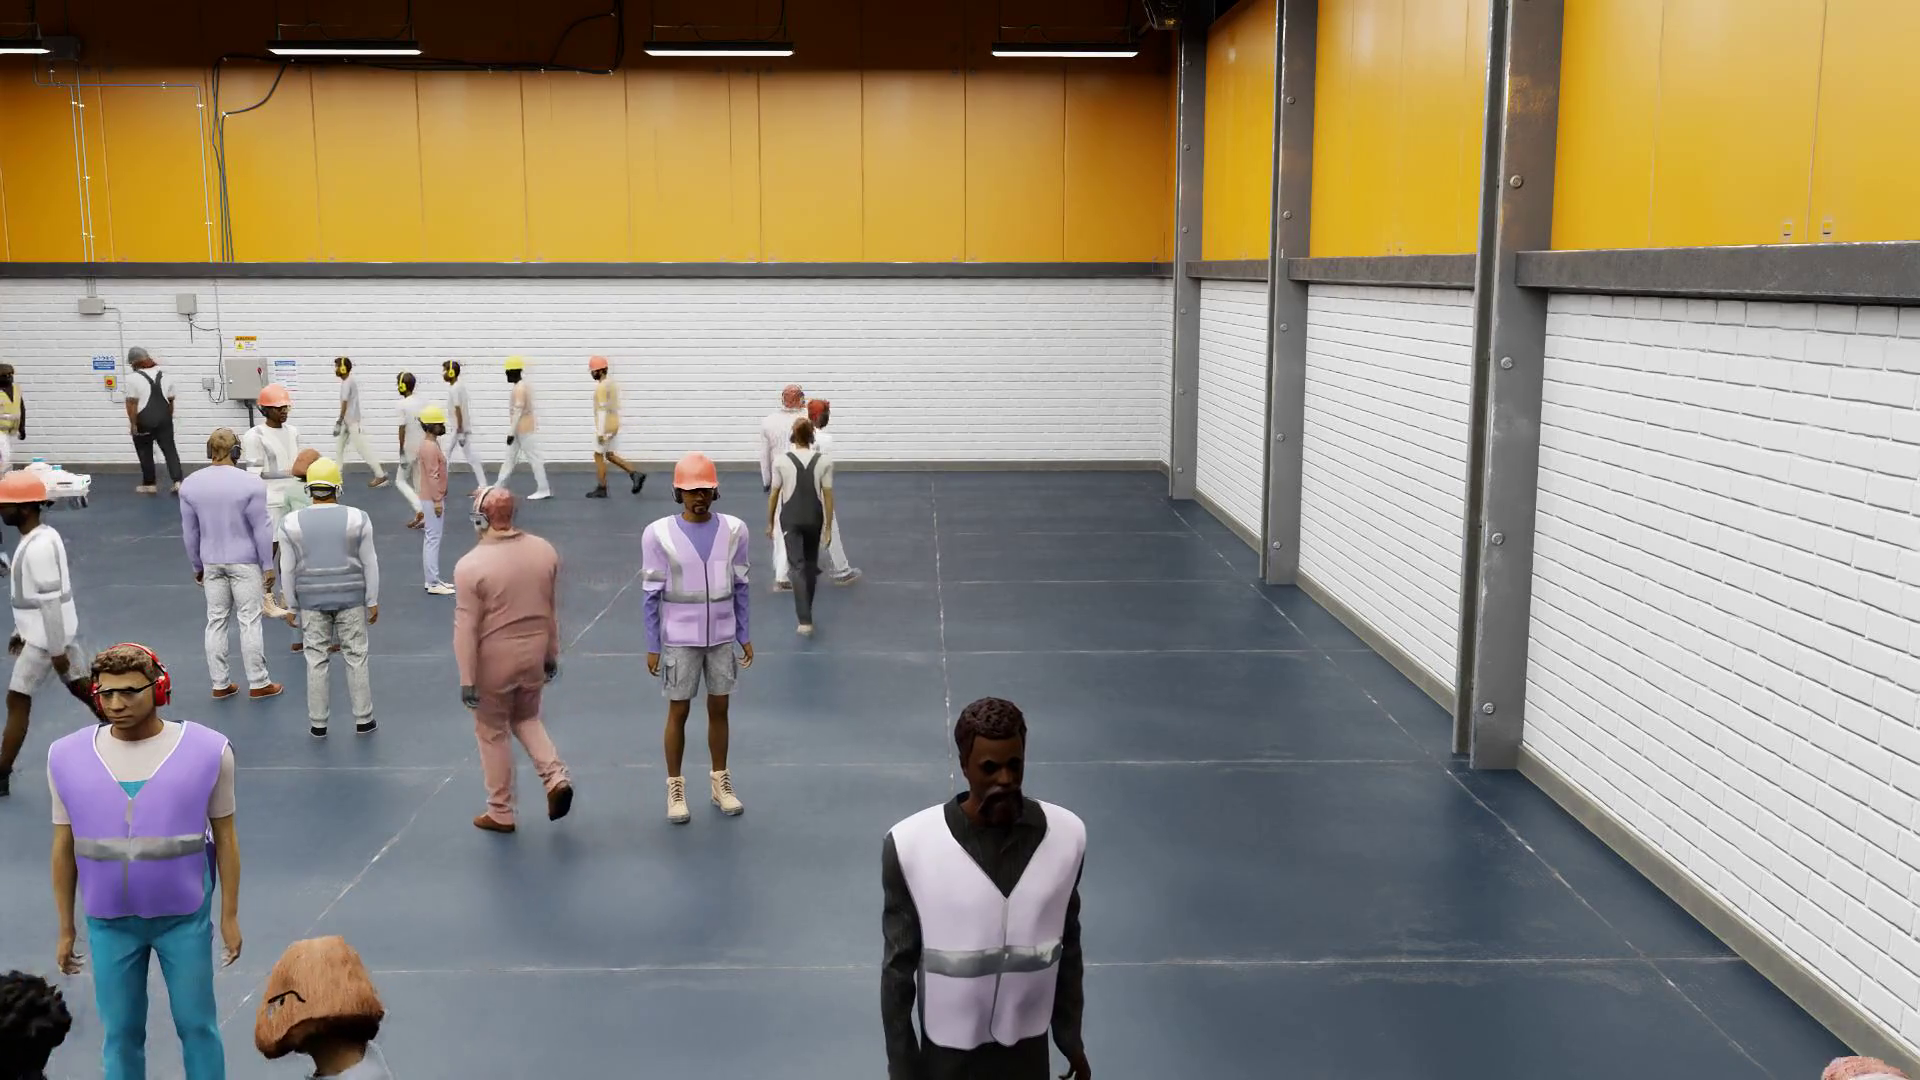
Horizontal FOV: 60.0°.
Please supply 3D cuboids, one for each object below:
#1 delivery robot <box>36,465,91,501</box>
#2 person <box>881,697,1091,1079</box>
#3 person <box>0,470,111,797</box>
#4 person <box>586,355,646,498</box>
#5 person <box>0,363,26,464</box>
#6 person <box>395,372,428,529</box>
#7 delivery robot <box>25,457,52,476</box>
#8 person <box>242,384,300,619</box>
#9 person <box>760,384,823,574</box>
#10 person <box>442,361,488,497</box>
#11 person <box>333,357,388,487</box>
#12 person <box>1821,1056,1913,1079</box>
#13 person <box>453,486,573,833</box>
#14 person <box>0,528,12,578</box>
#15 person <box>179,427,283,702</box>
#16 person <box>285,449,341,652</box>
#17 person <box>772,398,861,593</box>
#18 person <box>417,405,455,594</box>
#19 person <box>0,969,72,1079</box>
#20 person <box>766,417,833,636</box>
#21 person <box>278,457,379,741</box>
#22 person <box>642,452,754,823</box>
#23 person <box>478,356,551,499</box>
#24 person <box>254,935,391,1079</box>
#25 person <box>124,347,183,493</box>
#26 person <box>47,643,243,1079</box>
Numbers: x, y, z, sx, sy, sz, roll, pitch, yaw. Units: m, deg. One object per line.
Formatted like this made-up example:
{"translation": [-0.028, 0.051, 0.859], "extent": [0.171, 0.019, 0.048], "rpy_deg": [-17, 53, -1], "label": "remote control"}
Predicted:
{"translation": [-11.380, -0.702, 20.986], "extent": [0.707, 0.478, 0.477], "rpy_deg": [-2, 9, -13], "label": "delivery robot"}
{"translation": [0.069, 1.353, 4.502], "extent": [0.587, 1.920, 0.391], "rpy_deg": [-4, 10, -21], "label": "person"}
{"translation": [-5.307, 0.532, 9.652], "extent": [1.010, 1.895, 0.543], "rpy_deg": [-4, 10, -22], "label": "person"}
{"translation": [-4.579, -1.486, 21.979], "extent": [0.718, 1.905, 0.592], "rpy_deg": [1, 9, 6], "label": "person"}
{"translation": [-12.973, -1.488, 22.382], "extent": [0.717, 1.794, 0.676], "rpy_deg": [2, 10, 13], "label": "person"}
{"translation": [-6.351, -1.027, 19.329], "extent": [0.419, 1.848, 0.523], "rpy_deg": [4, 10, 26], "label": "person"}
{"translation": [-12.103, -0.845, 21.865], "extent": [0.477, 0.478, 0.707], "rpy_deg": [-5, 10, -28], "label": "delivery robot"}
{"translation": [-5.918, -0.340, 14.503], "extent": [0.381, 2.041, 0.616], "rpy_deg": [3, 10, 18], "label": "person"}
{"translation": [-1.636, -0.591, 16.456], "extent": [0.654, 1.906, 0.408], "rpy_deg": [1, 9, 8], "label": "person"}
{"translation": [-6.719, -1.453, 21.994], "extent": [0.991, 1.819, 0.553], "rpy_deg": [-1, 9, -4], "label": "person"}
{"translation": [-8.434, -1.618, 23.025], "extent": [0.964, 1.829, 0.535], "rpy_deg": [-3, 10, -20], "label": "person"}
{"translation": [1.334, 1.686, 2.627], "extent": [0.671, 1.863, 0.958], "rpy_deg": [0, 9, 1], "label": "person"}
{"translation": [-2.395, 0.653, 8.873], "extent": [0.504, 1.888, 0.665], "rpy_deg": [7, 12, 38], "label": "person"}
{"translation": [-7.363, 0.106, 12.191], "extent": [1.025, 1.900, 0.632], "rpy_deg": [6, 11, 35], "label": "person"}
{"translation": [-5.102, 0.178, 11.653], "extent": [0.627, 1.937, 0.372], "rpy_deg": [1, 9, 4], "label": "person"}
{"translation": [-5.103, 0.097, 13.175], "extent": [0.513, 1.624, 0.471], "rpy_deg": [6, 11, 33], "label": "person"}
{"translation": [-1.384, -0.423, 15.693], "extent": [0.579, 1.830, 1.018], "rpy_deg": [7, 12, 38], "label": "person"}
{"translation": [-4.901, -0.374, 15.563], "extent": [0.311, 1.768, 0.531], "rpy_deg": [-4, 10, -21], "label": "person"}
{"translation": [-1.862, 1.671, 3.310], "extent": [0.534, 1.671, 0.619], "rpy_deg": [2, 9, 10], "label": "person"}
{"translation": [-1.340, -0.131, 13.982], "extent": [0.535, 1.795, 0.962], "rpy_deg": [-3, 10, -16], "label": "person"}
{"translation": [-4.047, 0.382, 10.721], "extent": [0.586, 1.833, 0.404], "rpy_deg": [-3, 10, -17], "label": "person"}
{"translation": [-1.427, 0.531, 9.157], "extent": [0.615, 2.042, 0.376], "rpy_deg": [-5, 10, -26], "label": "person"}
{"translation": [-5.843, -1.451, 21.763], "extent": [0.960, 1.883, 0.597], "rpy_deg": [-3, 10, -16], "label": "person"}
{"translation": [-1.277, 1.667, 3.558], "extent": [0.348, 1.597, 0.654], "rpy_deg": [-4, 10, -24], "label": "person"}
{"translation": [-10.841, -1.627, 22.401], "extent": [0.837, 2.000, 0.810], "rpy_deg": [6, 11, 34], "label": "person"}
{"translation": [-2.658, 1.232, 5.465], "extent": [0.570, 1.845, 0.384], "rpy_deg": [-2, 10, -13], "label": "person"}
